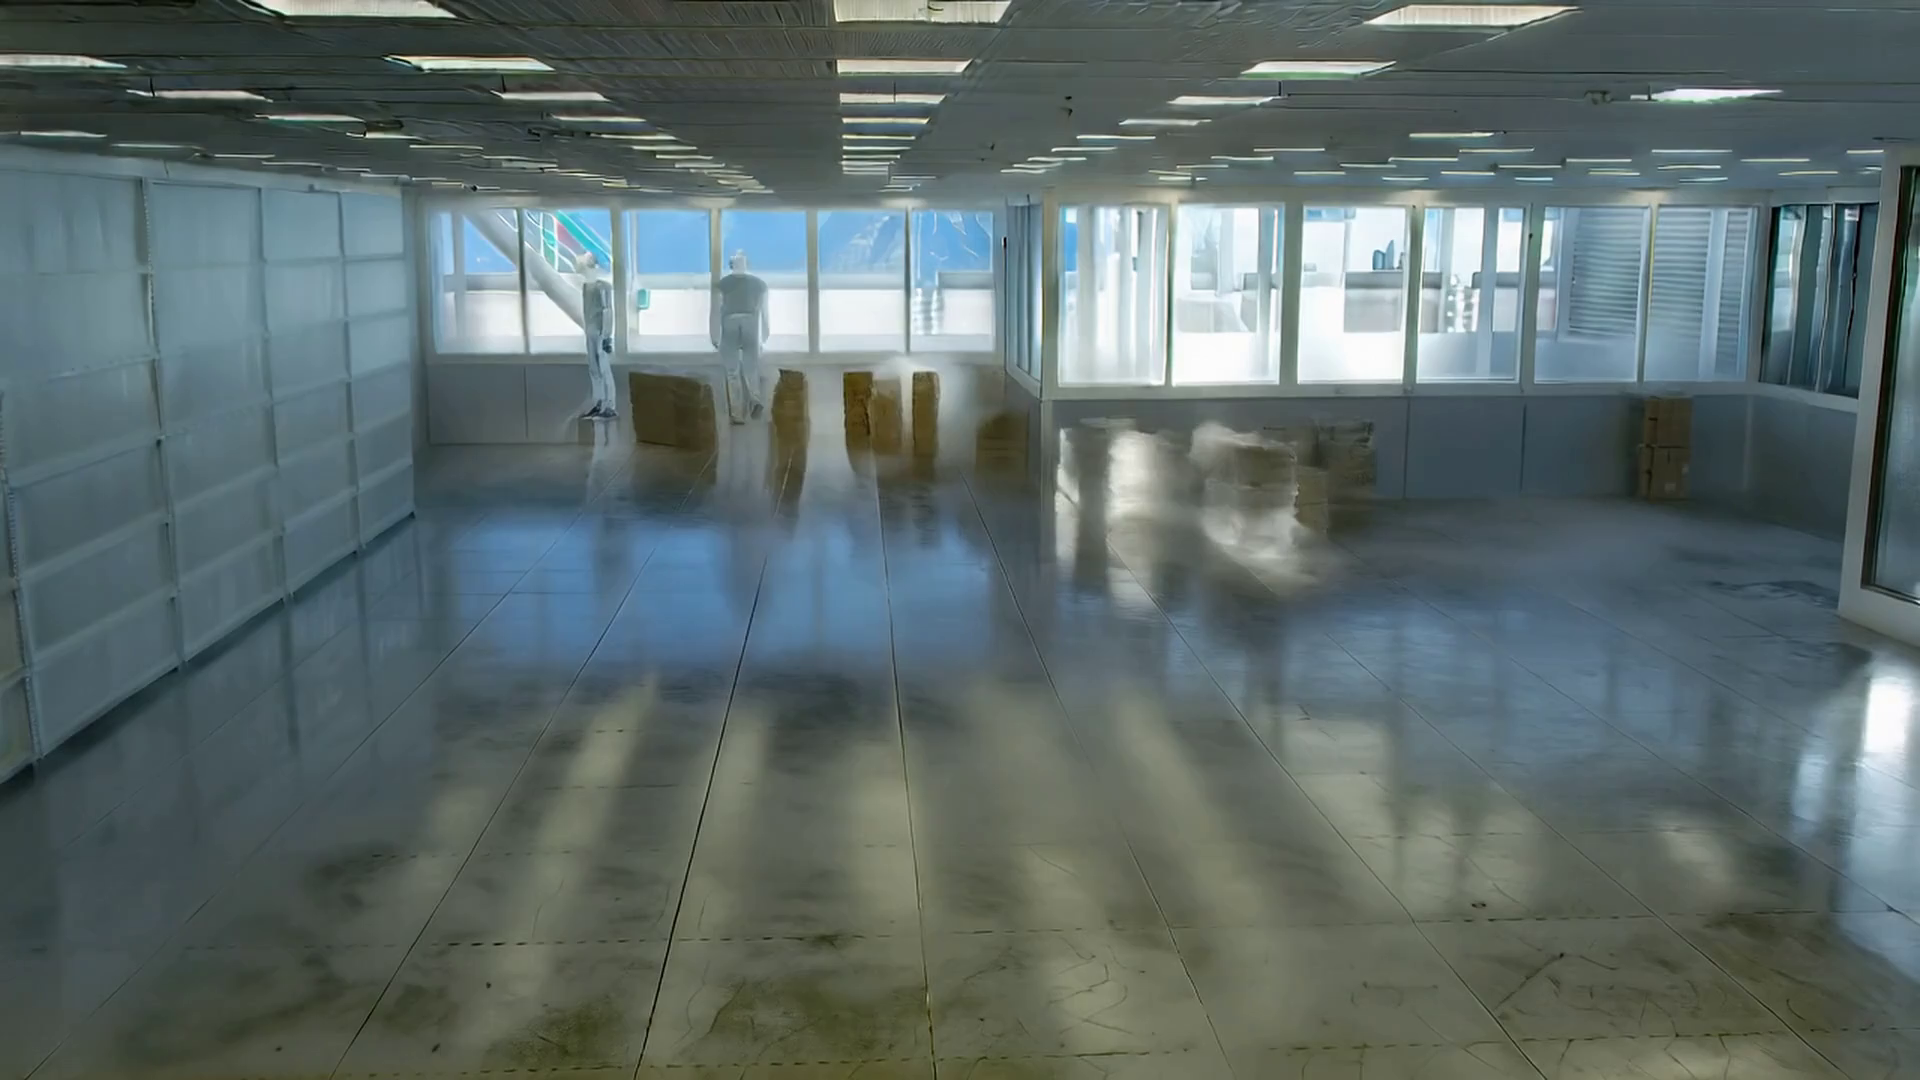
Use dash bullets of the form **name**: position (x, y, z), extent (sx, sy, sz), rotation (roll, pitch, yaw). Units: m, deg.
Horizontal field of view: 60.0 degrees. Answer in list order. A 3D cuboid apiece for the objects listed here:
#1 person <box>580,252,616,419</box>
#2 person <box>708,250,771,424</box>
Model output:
- **person**: position (-4.075, -2.277, 18.616), extent (0.500, 1.861, 0.328), rotation (10, 14, 42)
- **person**: position (-2.416, -2.207, 18.127), extent (0.648, 1.891, 0.437), rotation (-6, 12, -28)
